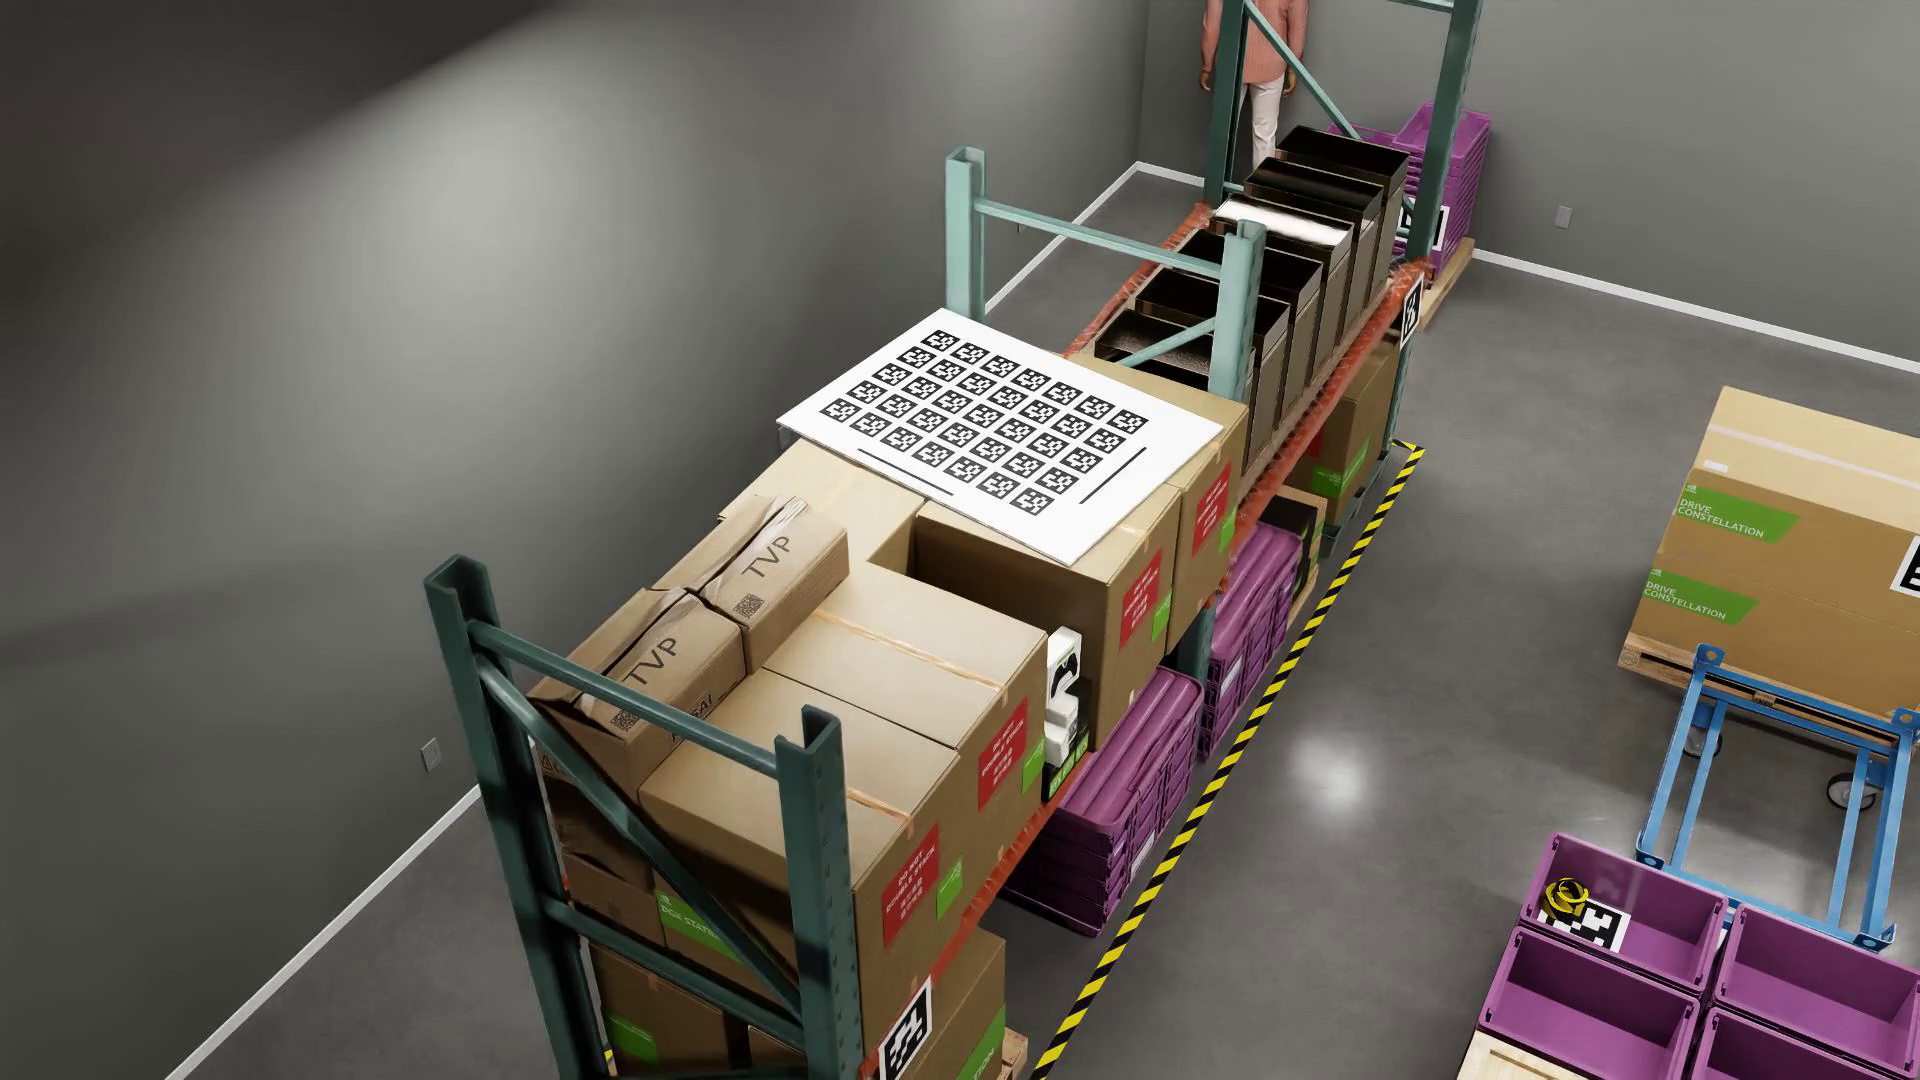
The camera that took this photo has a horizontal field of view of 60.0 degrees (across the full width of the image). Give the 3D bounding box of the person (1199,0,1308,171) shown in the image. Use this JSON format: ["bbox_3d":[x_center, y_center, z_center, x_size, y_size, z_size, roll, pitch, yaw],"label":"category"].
[{"bbox_3d":[1.731,-2.835,9.931,0.611,1.996,0.378,4,40,5],"label":"person"}]
